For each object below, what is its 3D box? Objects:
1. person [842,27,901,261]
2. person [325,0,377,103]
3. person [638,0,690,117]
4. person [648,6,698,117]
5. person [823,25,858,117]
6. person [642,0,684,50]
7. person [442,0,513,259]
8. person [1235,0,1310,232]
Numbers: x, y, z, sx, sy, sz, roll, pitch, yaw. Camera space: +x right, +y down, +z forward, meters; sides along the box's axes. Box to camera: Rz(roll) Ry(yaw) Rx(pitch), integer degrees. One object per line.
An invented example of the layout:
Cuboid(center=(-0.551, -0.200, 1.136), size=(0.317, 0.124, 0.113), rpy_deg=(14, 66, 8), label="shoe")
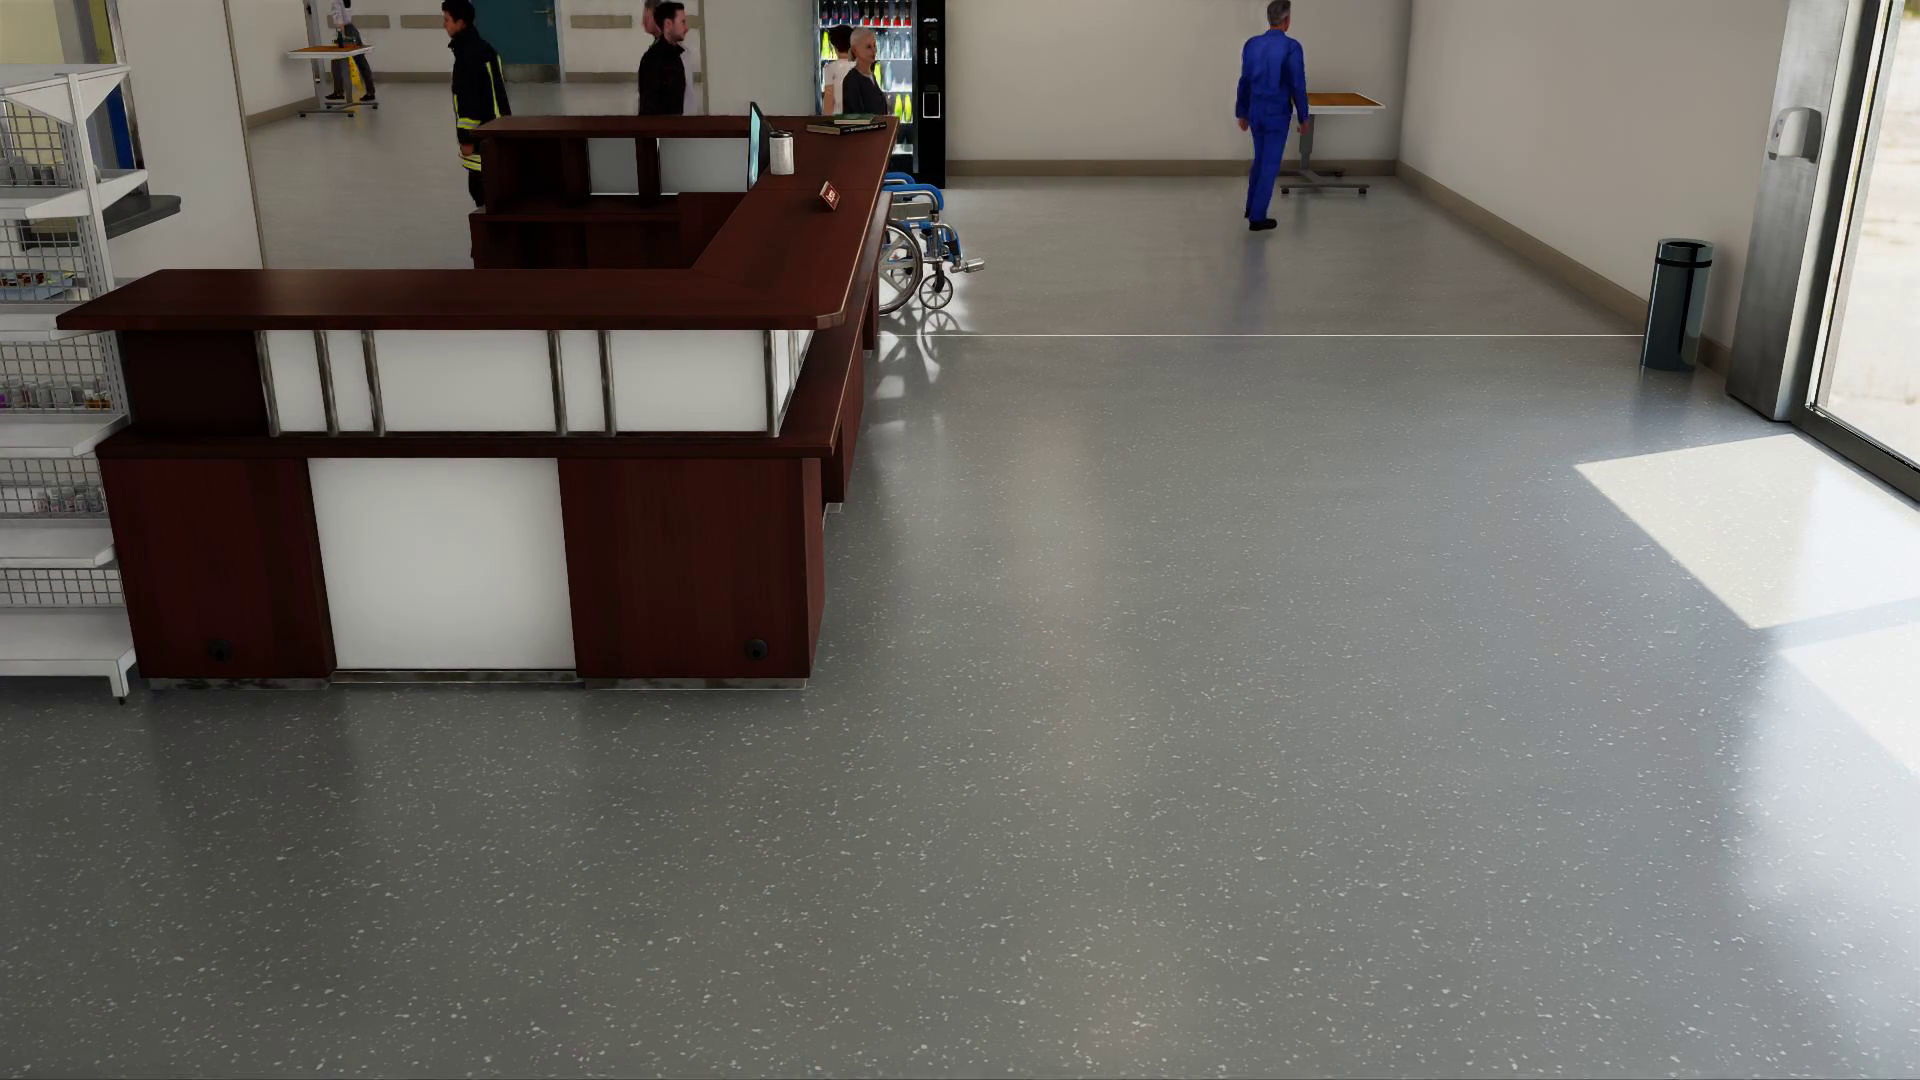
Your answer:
Cuboid(center=(-0.768, -2.835, 12.089), size=(0.781, 1.707, 0.740), rpy_deg=(8, 22, 21), label="person")
Cuboid(center=(-8.210, -6.780, 22.515), size=(0.965, 1.700, 0.753), rpy_deg=(5, 21, 13), label="person")
Cuboid(center=(-2.176, -2.823, 11.796), size=(0.781, 1.891, 0.723), rpy_deg=(3, 21, 8), label="person")
Cuboid(center=(-2.200, -3.180, 12.815), size=(0.765, 1.839, 0.766), rpy_deg=(13, 24, 30), label="person")
Cuboid(center=(-0.860, -3.227, 13.227), size=(1.055, 1.634, 0.962), rpy_deg=(-11, 23, -27), label="person")
Cuboid(center=(-2.306, -3.500, 13.716), size=(0.948, 1.799, 0.771), rpy_deg=(0, 21, 0), label="person")
Cuboid(center=(-3.387, -2.979, 12.186), size=(0.724, 1.908, 0.796), rpy_deg=(0, 21, 1), label="person")
Cuboid(center=(2.459, -3.423, 13.491), size=(0.924, 1.813, 0.877), rpy_deg=(-17, 27, -38), label="person")
